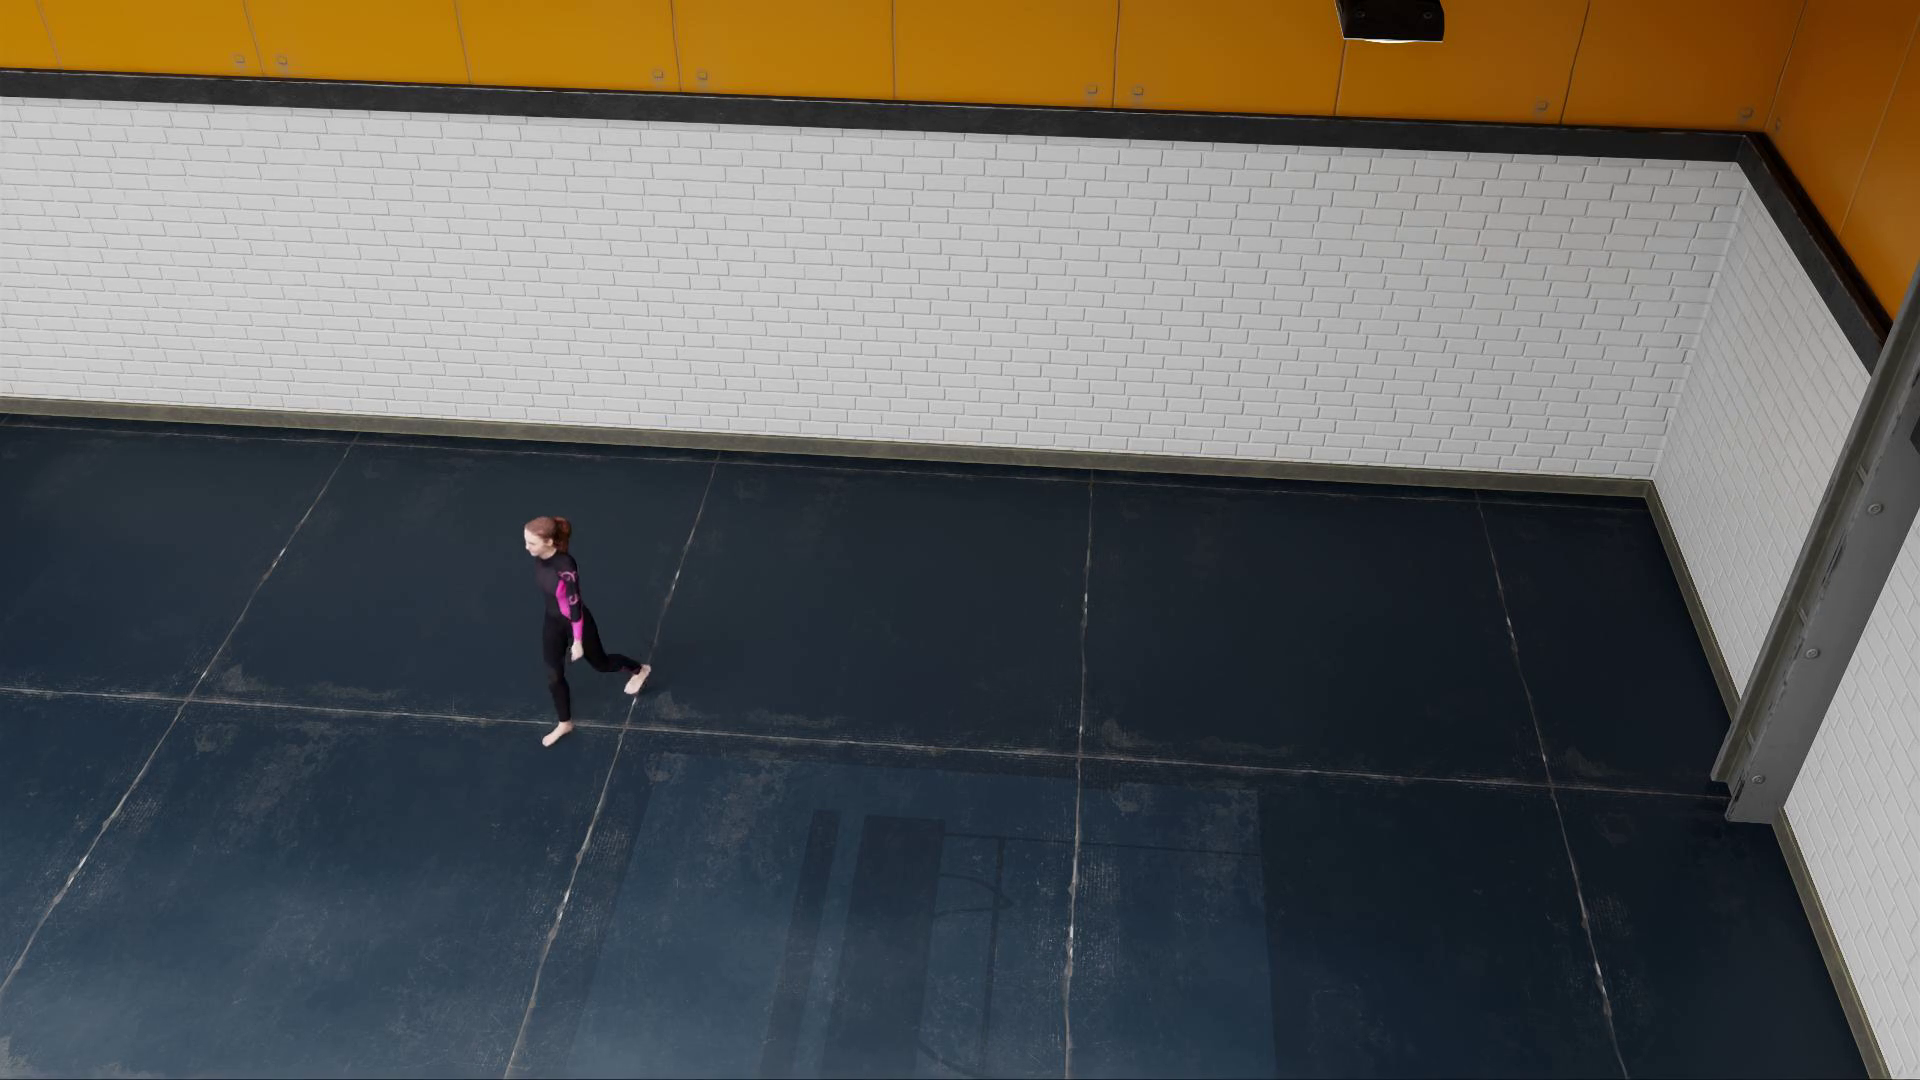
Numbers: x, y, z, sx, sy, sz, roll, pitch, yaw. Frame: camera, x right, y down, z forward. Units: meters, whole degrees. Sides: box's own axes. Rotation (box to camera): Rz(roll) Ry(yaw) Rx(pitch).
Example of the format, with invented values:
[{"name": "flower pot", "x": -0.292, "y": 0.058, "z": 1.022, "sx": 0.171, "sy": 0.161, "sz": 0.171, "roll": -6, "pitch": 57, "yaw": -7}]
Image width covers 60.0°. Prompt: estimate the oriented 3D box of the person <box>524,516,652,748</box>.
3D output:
[{"name": "person", "x": -2.380, "y": 0.514, "z": 10.525, "sx": 0.961, "sy": 1.708, "sz": 1.119, "roll": 29, "pitch": 47, "yaw": 31}]
